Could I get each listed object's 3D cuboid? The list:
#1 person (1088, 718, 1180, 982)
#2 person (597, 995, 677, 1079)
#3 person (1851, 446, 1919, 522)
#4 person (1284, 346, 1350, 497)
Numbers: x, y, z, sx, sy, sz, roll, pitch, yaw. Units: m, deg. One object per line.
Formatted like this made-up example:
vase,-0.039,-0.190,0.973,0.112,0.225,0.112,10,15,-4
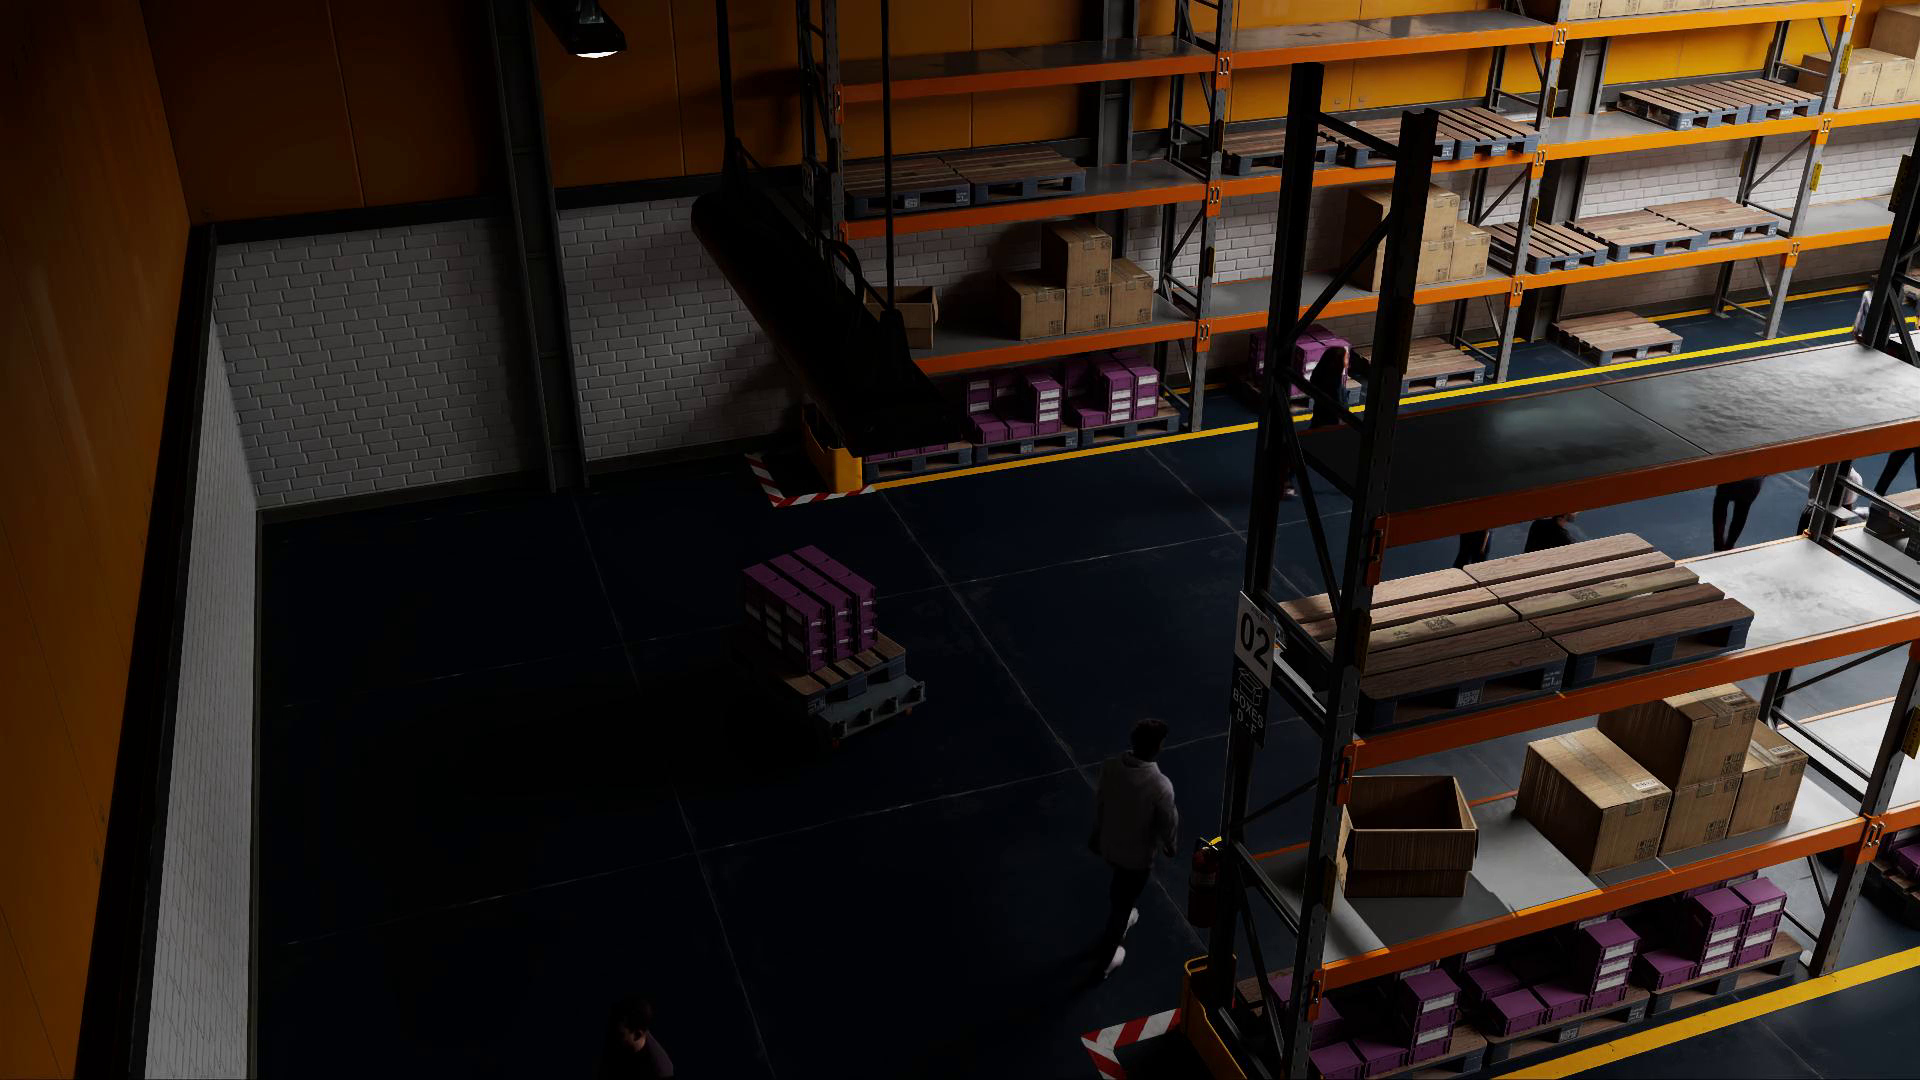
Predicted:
person,1.014,2.005,10.487,0.954,1.898,1.052,18,33,30
person,-1.637,3.071,8.589,0.728,1.845,0.790,-22,36,-35
person,9.344,-0.945,16.113,1.162,1.690,0.717,-13,31,-23
person,3.577,-1.135,16.578,1.189,1.578,0.799,-2,29,-4
